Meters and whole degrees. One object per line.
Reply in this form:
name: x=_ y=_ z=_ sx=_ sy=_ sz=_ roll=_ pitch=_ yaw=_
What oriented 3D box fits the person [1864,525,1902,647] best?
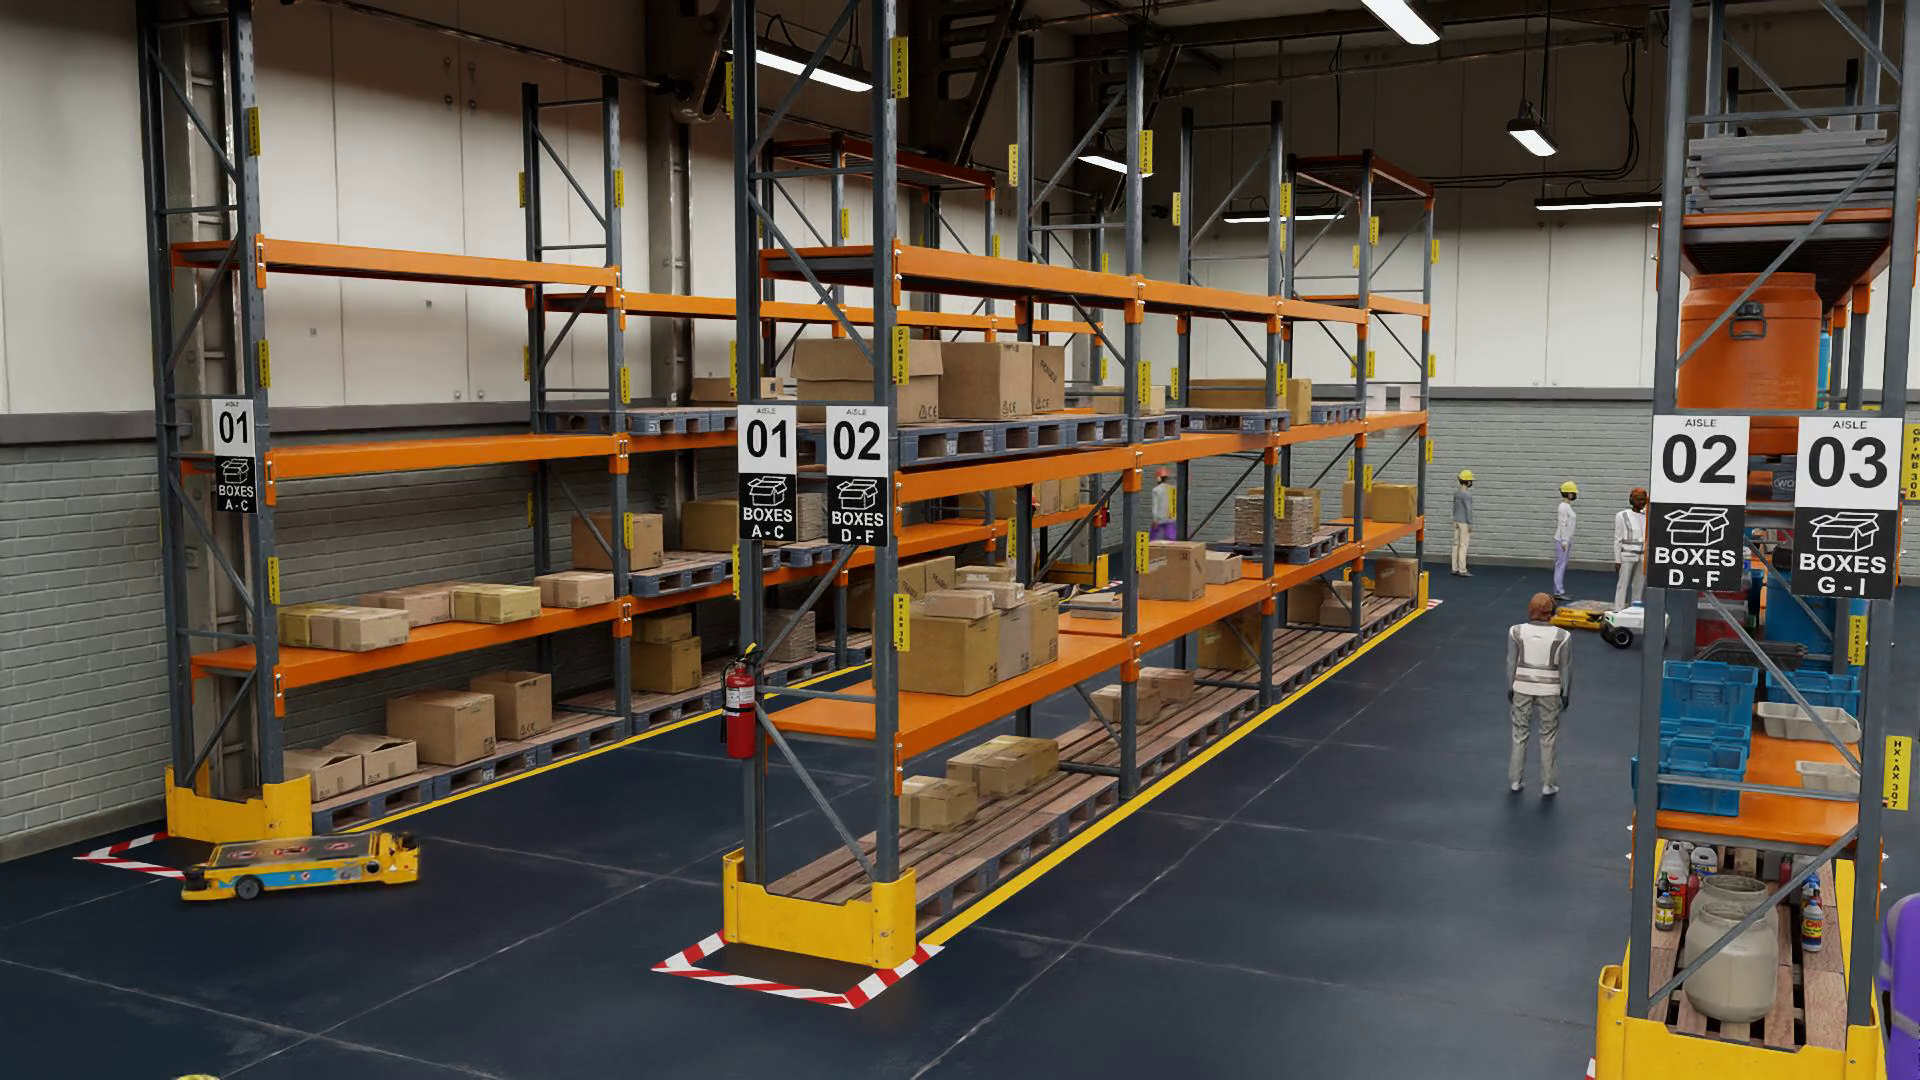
person: x=11.340 y=0.357 z=20.546 sx=0.594 sy=1.929 sz=0.352 roll=0 pitch=6 yaw=-5

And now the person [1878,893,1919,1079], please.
person: x=3.370 y=1.870 z=5.661 sx=0.370 sy=1.965 sz=0.608 roll=0 pitch=6 yaw=-3

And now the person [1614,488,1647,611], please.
person: x=8.835 y=0.255 z=21.770 sx=0.575 sy=1.882 sz=0.359 roll=-1 pitch=6 yaw=-11

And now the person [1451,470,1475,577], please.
person: x=8.325 y=-0.272 z=27.458 sx=0.310 sy=1.768 sz=0.533 roll=-1 pitch=6 yaw=-10

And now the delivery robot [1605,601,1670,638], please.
delivery robot: x=8.332 y=1.000 z=20.466 sx=0.707 sy=0.478 sz=0.477 roll=1 pitch=6 yaw=7

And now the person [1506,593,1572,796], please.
person: x=4.661 y=1.240 z=13.413 sx=0.508 sy=1.629 sz=0.316 roll=3 pitch=7 yaw=28

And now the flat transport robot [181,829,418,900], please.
flat transport robot: x=-4.365 y=2.152 z=11.077 sx=1.431 sy=0.197 sz=0.652 roll=-2 pitch=6 yaw=-18

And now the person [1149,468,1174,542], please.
person: x=3.426 y=-0.381 z=28.710 sx=0.598 sy=1.711 sz=0.836 roll=-4 pitch=7 yaw=-37

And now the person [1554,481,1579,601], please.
person: x=8.997 y=0.012 z=24.686 sx=0.317 sy=1.769 sz=0.522 roll=3 pitch=7 yaw=27

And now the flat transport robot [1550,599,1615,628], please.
flat transport robot: x=8.526 y=0.985 z=22.422 sx=0.652 sy=0.197 sz=1.431 roll=5 pitch=8 yaw=38

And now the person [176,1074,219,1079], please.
person: x=-1.837 y=2.152 z=4.135 sx=0.863 sy=1.696 sz=0.507 roll=-4 pitch=7 yaw=-36

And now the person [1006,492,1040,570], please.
person: x=0.756 y=0.399 z=19.879 sx=0.404 sy=1.991 sz=0.625 roll=-1 pitch=6 yaw=-7
